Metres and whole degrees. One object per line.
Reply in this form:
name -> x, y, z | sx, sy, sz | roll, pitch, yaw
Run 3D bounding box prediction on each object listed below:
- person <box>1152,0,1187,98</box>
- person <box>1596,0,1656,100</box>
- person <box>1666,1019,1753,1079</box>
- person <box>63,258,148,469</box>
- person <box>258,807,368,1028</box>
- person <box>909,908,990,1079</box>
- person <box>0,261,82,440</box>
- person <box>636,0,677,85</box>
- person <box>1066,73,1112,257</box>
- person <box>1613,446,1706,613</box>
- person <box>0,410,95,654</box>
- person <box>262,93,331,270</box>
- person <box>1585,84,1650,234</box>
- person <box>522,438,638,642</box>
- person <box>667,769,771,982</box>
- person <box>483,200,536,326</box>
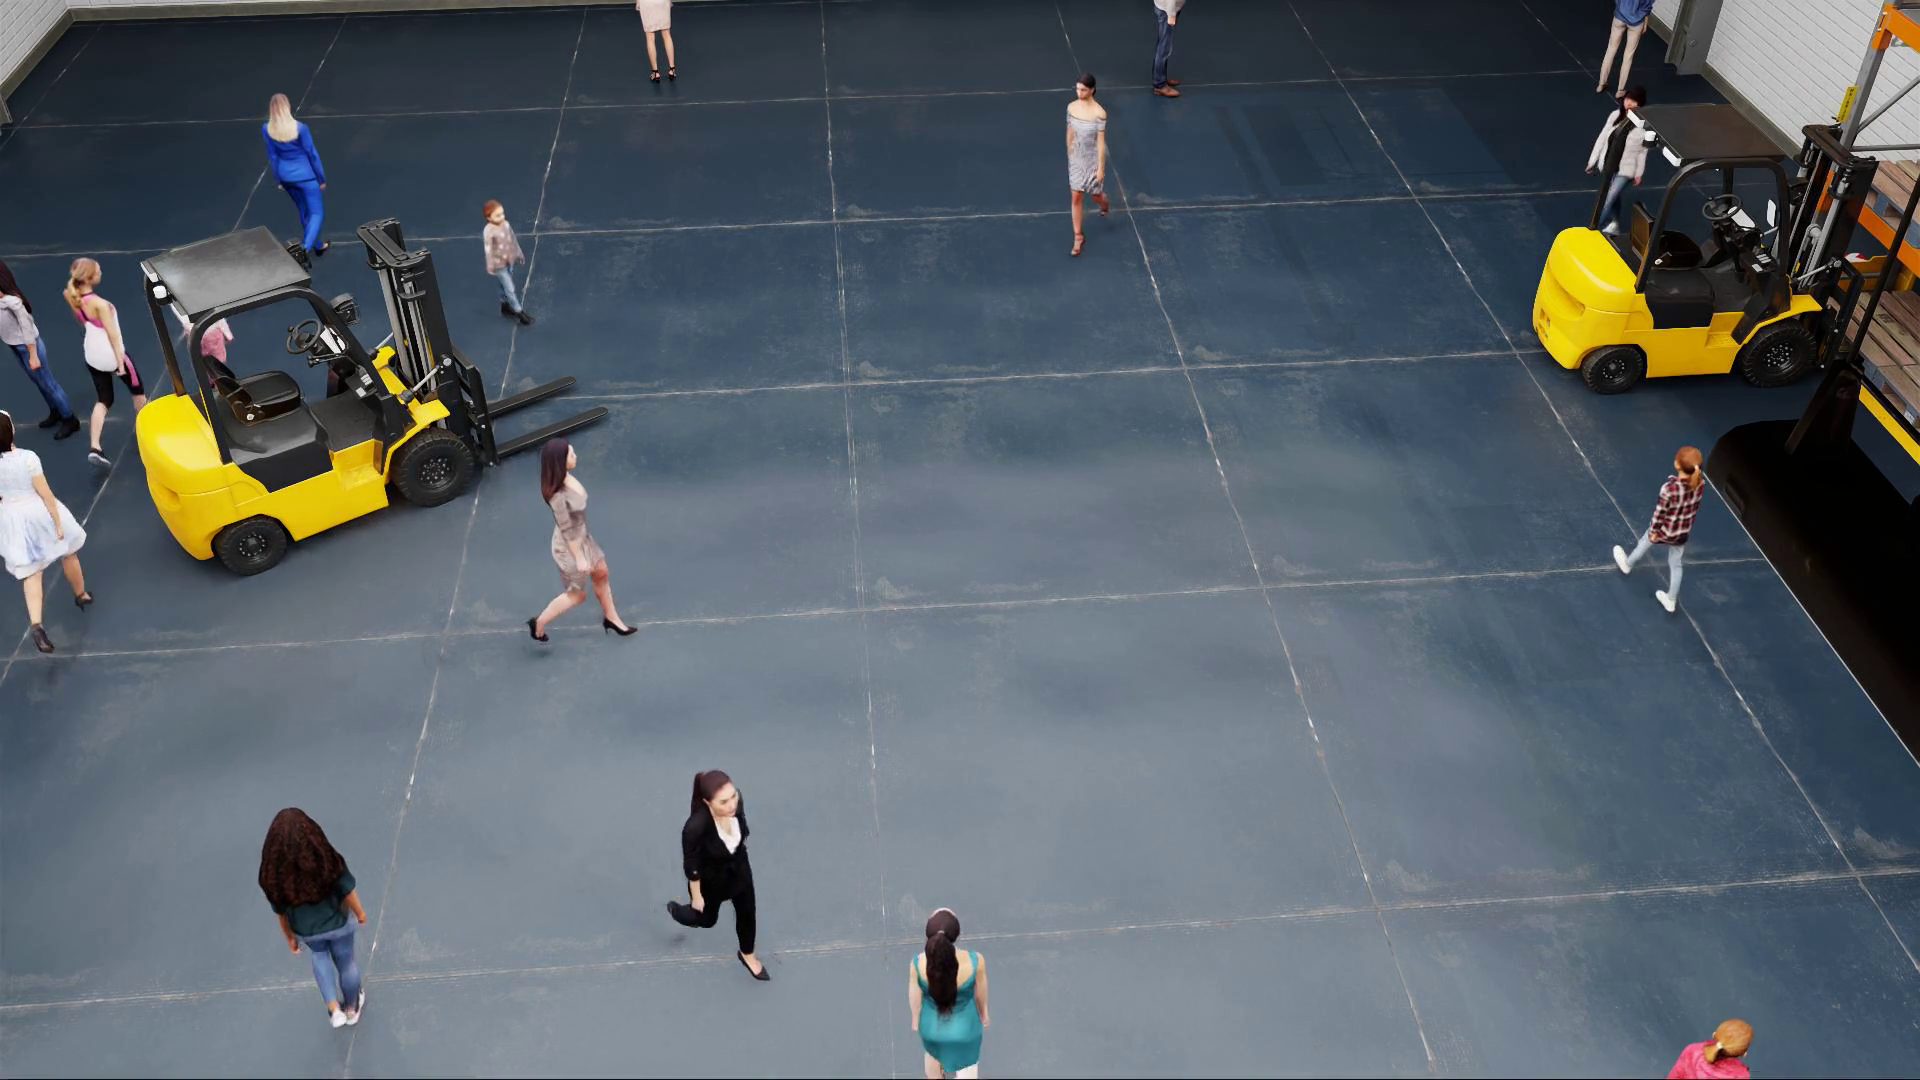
person -> 2.350, -5.980, 18.715 | 0.837, 1.911, 0.639 | 4, 39, 5
person -> 7.526, -5.837, 18.708 | 0.697, 1.696, 0.765 | 30, 47, 32
person -> 3.582, 2.842, 8.152 | 0.664, 1.308, 0.575 | -26, 45, -29
person -> -6.779, -1.369, 13.072 | 0.898, 1.748, 1.152 | 12, 40, 15
person -> -3.395, 2.091, 8.853 | 0.624, 1.606, 0.648 | -9, 39, -11
person -> -0.060, 2.477, 8.316 | 0.609, 1.673, 0.838 | 1, 39, 1
person -> -7.508, -1.554, 13.398 | 0.665, 1.631, 0.735 | 30, 47, 32
person -> -3.492, -6.123, 18.960 | 0.634, 1.830, 0.595 | -15, 41, -18
person -> 1.260, -3.603, 15.830 | 0.916, 1.797, 1.043 | 20, 43, 23
person -> 5.094, -0.056, 11.813 | 0.592, 1.267, 0.907 | -7, 39, -8
person -> -6.349, -0.026, 11.360 | 0.738, 1.786, 1.128 | -7, 39, -8
person -> -6.215, -3.321, 15.569 | 0.708, 1.682, 1.008 | 2, 39, 3
person -> 6.371, -3.604, 15.993 | 1.047, 1.596, 1.084 | -26, 45, -29
person -> -2.685, 0.077, 11.283 | 0.661, 1.721, 0.922 | -4, 39, -5
person -> -1.386, 1.809, 9.186 | 1.026, 1.632, 0.975 | 23, 44, 26
person -> -4.160, -2.530, 14.980 | 0.759, 1.181, 0.730 | 20, 43, 23
